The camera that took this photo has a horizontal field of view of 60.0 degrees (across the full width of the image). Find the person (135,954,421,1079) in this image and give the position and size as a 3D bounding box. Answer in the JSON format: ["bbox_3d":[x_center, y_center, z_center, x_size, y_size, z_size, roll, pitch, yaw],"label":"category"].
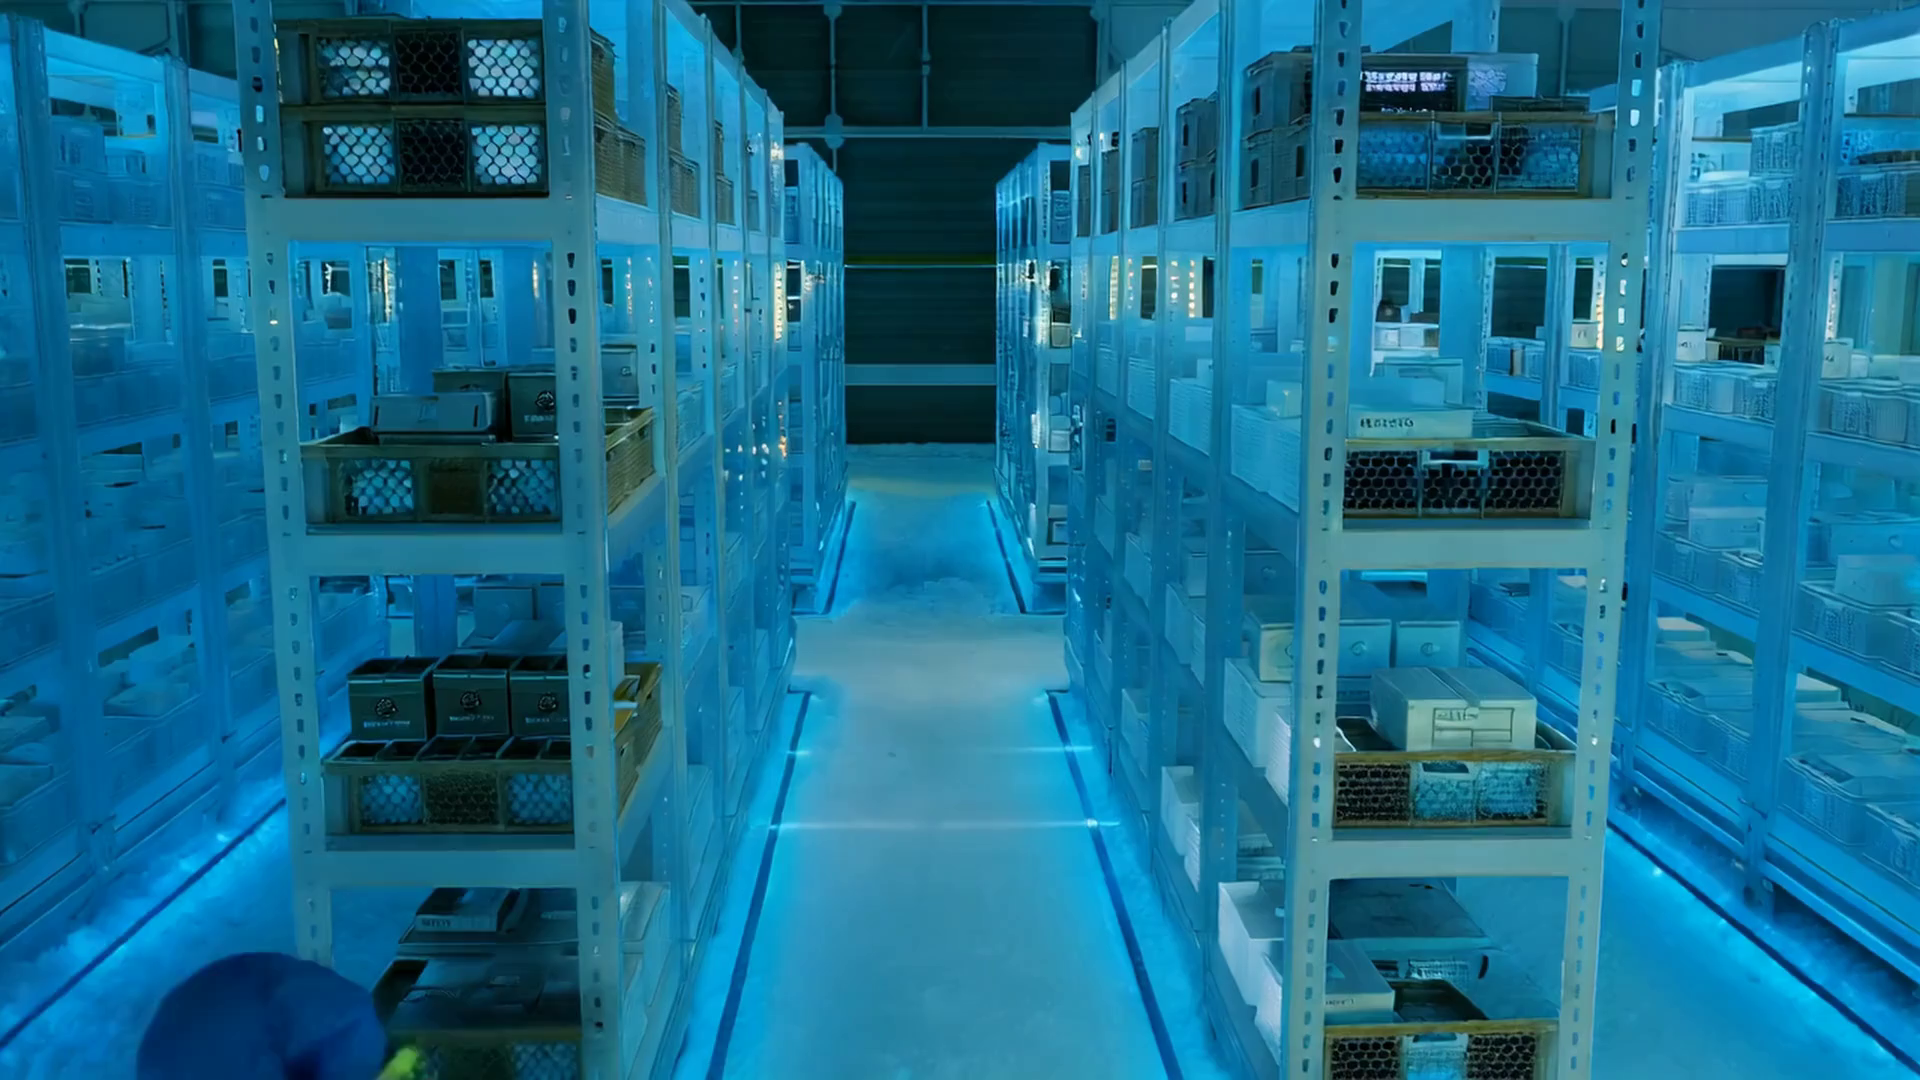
[{"bbox_3d":[-0.593,1.410,1.869,0.633,1.969,0.617,2,10,12],"label":"person"}]
